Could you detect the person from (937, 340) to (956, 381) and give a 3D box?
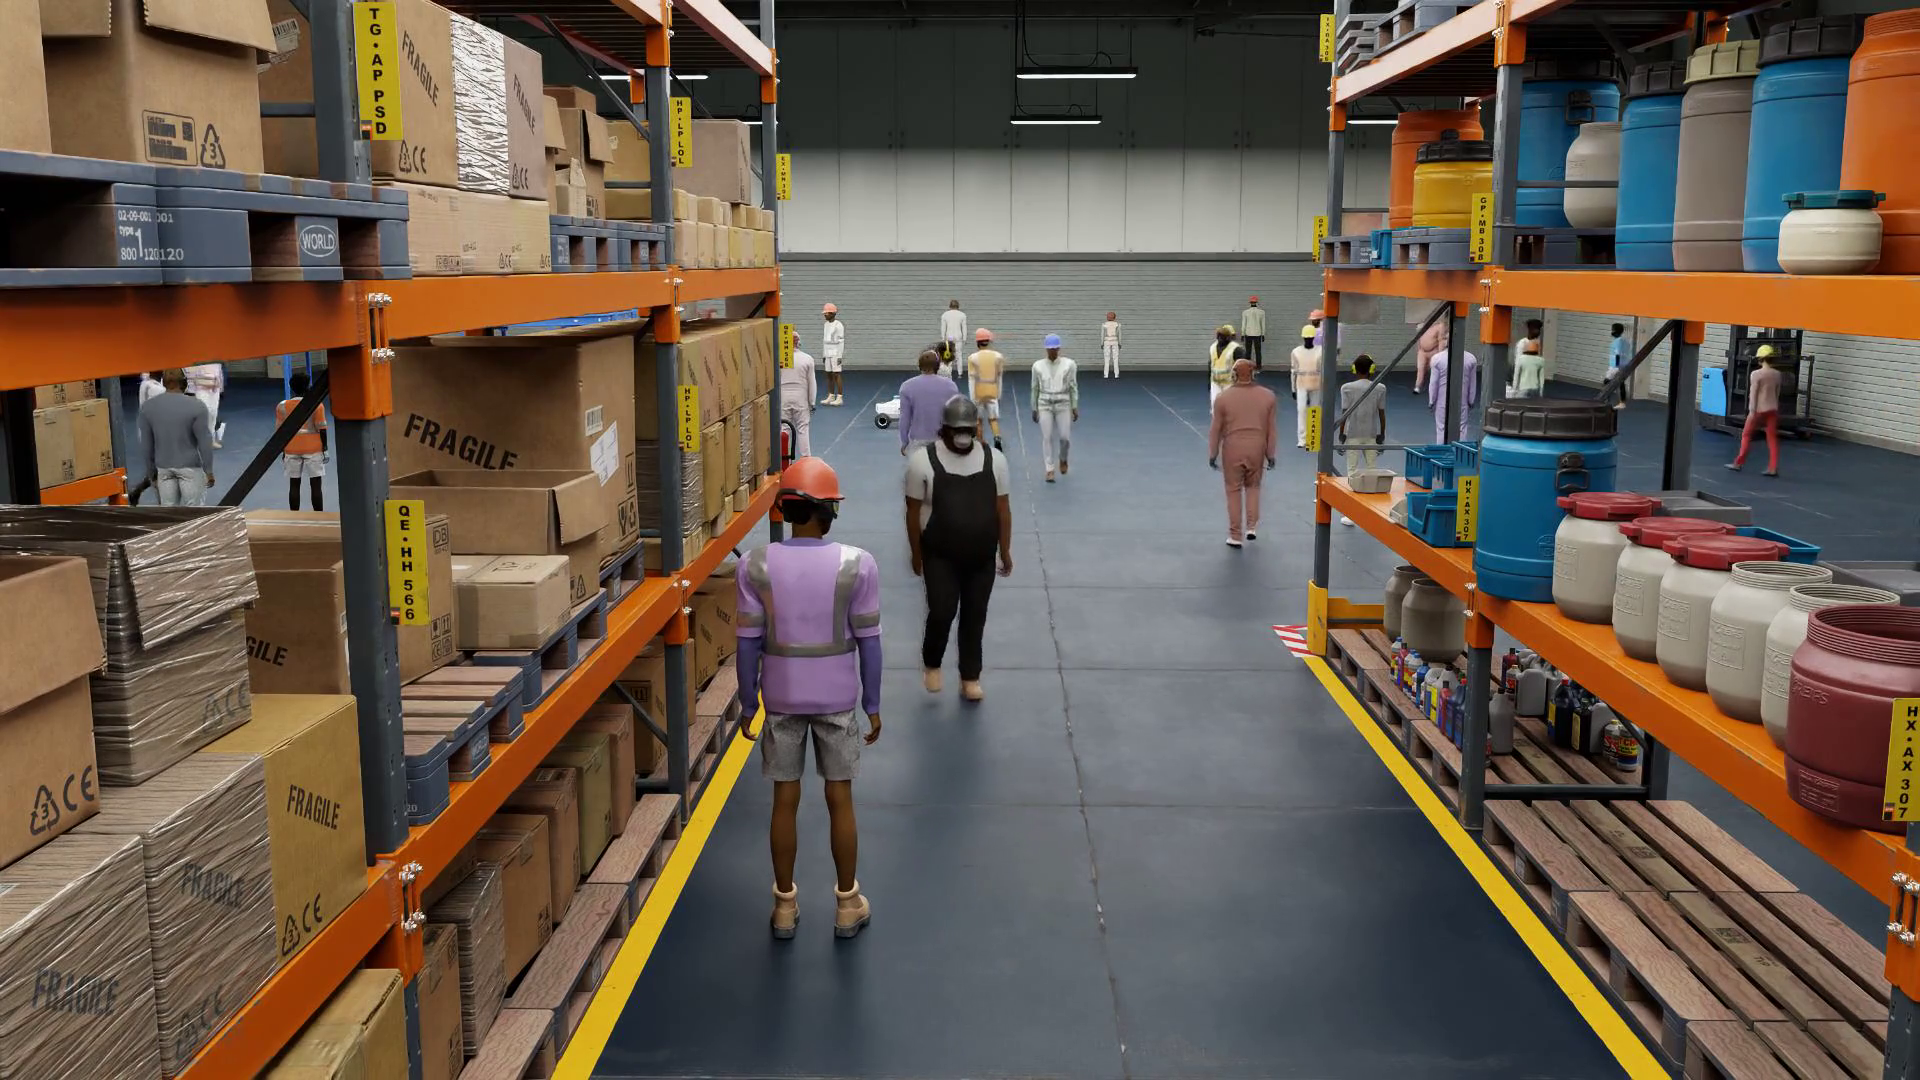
[{"bbox_3d":[-0.266,-1.650,21.477,0.452,1.859,0.505,-3,10,-18],"label":"person"}]

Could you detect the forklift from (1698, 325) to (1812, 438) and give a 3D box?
[{"bbox_3d":[13.248,-3.165,27.620,1.129,2.768,1.873,0,9,1],"label":"forklift"}]

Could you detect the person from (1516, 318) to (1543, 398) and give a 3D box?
[{"bbox_3d":[9.349,-2.702,27.509,0.622,1.944,0.679,-9,13,-43],"label":"person"}]

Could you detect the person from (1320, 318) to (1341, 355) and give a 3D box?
[{"bbox_3d":[8.228,-4.349,37.467,0.616,1.915,0.797,4,10,25],"label":"person"}]

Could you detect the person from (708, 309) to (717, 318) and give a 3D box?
[{"bbox_3d":[-5.642,-4.348,37.829,0.960,1.787,0.616,7,12,38],"label":"person"}]

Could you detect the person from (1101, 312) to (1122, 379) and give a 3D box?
[{"bbox_3d":[3.726,-4.801,41.010,0.522,1.636,0.311,0,9,1],"label":"person"}]

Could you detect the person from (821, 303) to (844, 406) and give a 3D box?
[{"bbox_3d":[-2.573,-3.709,33.255,0.392,2.041,0.615,-7,12,-37],"label":"person"}]

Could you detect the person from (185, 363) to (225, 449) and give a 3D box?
[{"bbox_3d":[-11.497,-2.288,25.385,0.450,1.825,0.652,4,10,21],"label":"person"}]

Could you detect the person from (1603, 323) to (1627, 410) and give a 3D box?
[{"bbox_3d":[12.668,-3.359,32.252,0.642,1.675,0.537,7,12,36],"label":"person"}]

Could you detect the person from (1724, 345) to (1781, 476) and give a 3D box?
[{"bbox_3d":[10.766,-1.749,22.446,0.552,1.731,0.832,-3,10,-18],"label":"person"}]

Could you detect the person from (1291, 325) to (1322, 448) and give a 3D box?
[{"bbox_3d":[5.473,-2.430,26.056,0.592,1.897,0.909,3,10,18],"label":"person"}]

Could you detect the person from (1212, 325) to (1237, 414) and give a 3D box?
[{"bbox_3d":[4.941,-3.138,30.853,0.501,1.698,0.753,-6,11,-32],"label":"person"}]

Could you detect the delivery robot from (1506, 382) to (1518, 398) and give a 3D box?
[{"bbox_3d":[10.540,-2.810,32.166,0.707,0.478,0.477,-7,12,-35],"label":"delivery robot"}]

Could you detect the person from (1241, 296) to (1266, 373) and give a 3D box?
[{"bbox_3d":[7.576,-5.308,42.984,0.621,1.990,0.391,0,9,1],"label":"person"}]

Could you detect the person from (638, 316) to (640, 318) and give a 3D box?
[{"bbox_3d":[-7.557,-4.518,39.357,0.379,1.624,0.527,4,10,23],"label":"person"}]

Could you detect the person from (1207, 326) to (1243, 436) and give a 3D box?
[{"bbox_3d":[4.397,-2.618,27.406,0.671,1.819,0.590,9,13,42],"label":"person"}]

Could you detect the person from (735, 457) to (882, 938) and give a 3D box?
[{"bbox_3d":[-0.635,0.664,7.064,0.614,2.039,0.387,0,9,1],"label":"person"}]

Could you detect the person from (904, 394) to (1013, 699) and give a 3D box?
[{"bbox_3d":[0.015,0.059,10.821,0.679,2.000,0.539,-3,10,-17],"label":"person"}]

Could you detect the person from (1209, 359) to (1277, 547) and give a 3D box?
[{"bbox_3d":[2.841,-0.887,16.837,0.661,1.885,0.600,-1,10,-5],"label":"person"}]

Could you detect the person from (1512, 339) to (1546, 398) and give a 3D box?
[{"bbox_3d":[9.235,-2.442,26.957,0.507,1.614,0.543,-1,9,-4],"label":"person"}]

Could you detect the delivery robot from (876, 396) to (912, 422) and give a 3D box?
[{"bbox_3d":[-1.098,-2.263,28.887,0.707,0.478,0.477,0,10,1],"label":"delivery robot"}]

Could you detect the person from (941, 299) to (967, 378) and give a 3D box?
[{"bbox_3d":[-0.148,-4.967,41.104,0.634,1.937,0.355,0,9,1],"label":"person"}]

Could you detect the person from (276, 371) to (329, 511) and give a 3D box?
[{"bbox_3d":[-6.982,-0.943,17.708,0.540,1.698,0.318,0,9,1],"label":"person"}]

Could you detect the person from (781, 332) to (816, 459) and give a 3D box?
[{"bbox_3d":[-2.293,-1.906,22.865,0.651,1.906,0.401,0,9,1],"label":"person"}]

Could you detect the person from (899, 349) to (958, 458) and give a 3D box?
[{"bbox_3d":[-0.324,-1.043,17.602,0.634,1.935,0.350,0,9,1],"label":"person"}]

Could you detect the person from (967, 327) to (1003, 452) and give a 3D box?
[{"bbox_3d":[0.379,-2.080,23.861,0.557,1.923,0.649,-3,10,-15],"label":"person"}]

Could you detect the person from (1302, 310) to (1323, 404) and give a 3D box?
[{"bbox_3d":[7.120,-3.679,33.533,0.965,1.890,0.564,-5,11,-29],"label":"person"}]

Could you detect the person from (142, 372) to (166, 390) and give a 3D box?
[{"bbox_3d":[-11.461,-1.950,23.879,0.851,1.661,0.540,6,11,33],"label":"person"}]

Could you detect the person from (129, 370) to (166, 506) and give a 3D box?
[{"bbox_3d":[-8.788,-1.116,18.078,0.587,1.924,0.553,-7,12,-38],"label":"person"}]

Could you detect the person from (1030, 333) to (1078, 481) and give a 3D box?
[{"bbox_3d":[1.233,-1.746,21.819,0.640,1.933,0.488,1,10,8],"label":"person"}]

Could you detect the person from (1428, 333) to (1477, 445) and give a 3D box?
[{"bbox_3d":[6.824,-1.945,23.105,0.651,1.904,0.401,0,9,1],"label":"person"}]

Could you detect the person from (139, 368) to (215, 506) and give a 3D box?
[{"bbox_3d":[-7.125,-0.641,15.192,0.634,1.937,0.355,0,9,1],"label":"person"}]

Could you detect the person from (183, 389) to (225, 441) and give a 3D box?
[{"bbox_3d":[-11.722,-2.377,25.726,0.628,1.893,0.677,5,11,29],"label":"person"}]

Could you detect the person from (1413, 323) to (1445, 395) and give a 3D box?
[{"bbox_3d":[10.159,-4.055,35.979,0.660,1.843,1.096,6,11,33],"label":"person"}]

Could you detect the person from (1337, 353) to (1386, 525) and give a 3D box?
[{"bbox_3d":[4.373,-1.095,18.129,0.532,1.864,0.314,0,9,1],"label":"person"}]
